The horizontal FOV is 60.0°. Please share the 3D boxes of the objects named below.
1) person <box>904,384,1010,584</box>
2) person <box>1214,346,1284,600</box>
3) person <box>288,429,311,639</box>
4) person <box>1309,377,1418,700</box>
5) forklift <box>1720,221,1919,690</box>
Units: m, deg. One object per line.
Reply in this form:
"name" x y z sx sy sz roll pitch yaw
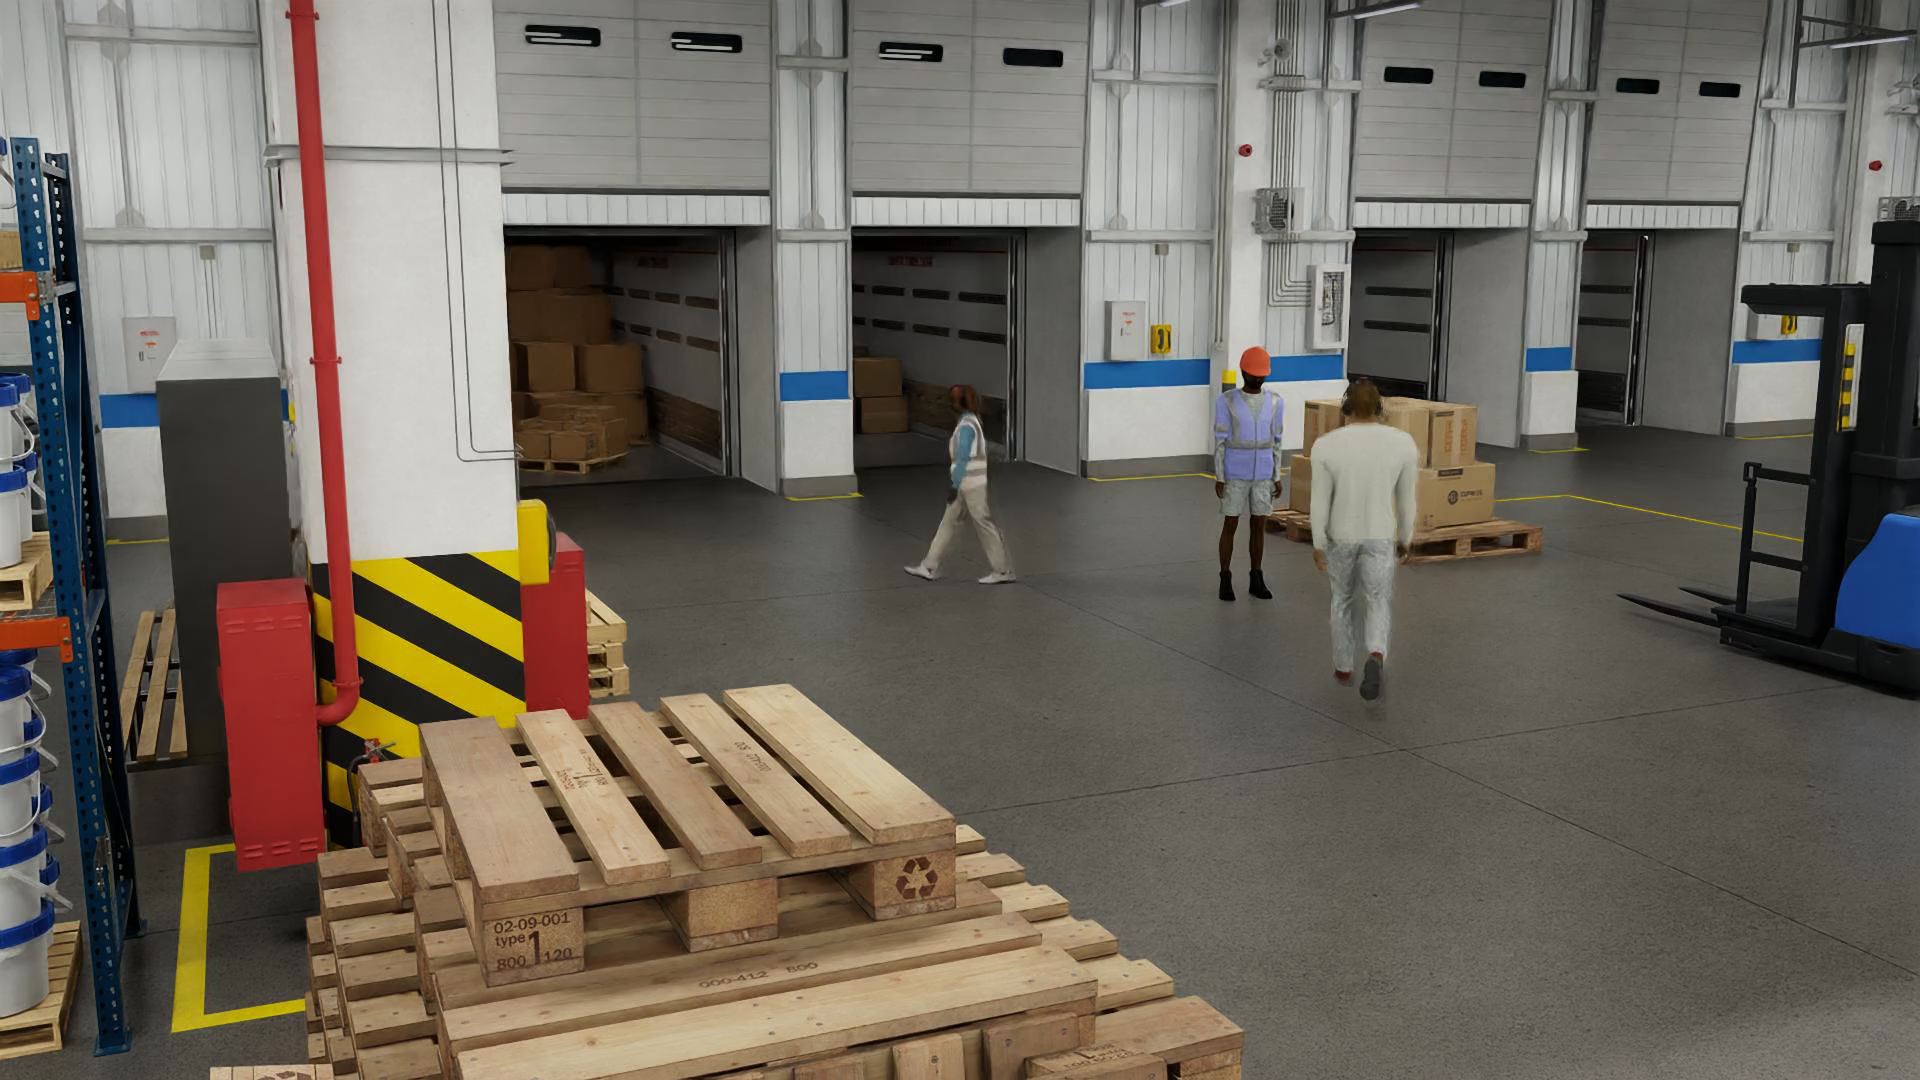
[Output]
"person" 0.007 -0.431 13.089 0.851 1.585 0.538 -1 10 -3
"person" 2.187 -0.501 12.567 0.542 1.931 0.366 -2 10 -9
"person" -4.270 -0.197 11.195 1.018 1.830 0.579 -1 10 -4
"person" 2.389 -0.007 9.896 0.637 1.920 0.827 2 10 9
"forklift" 5.949 -0.550 10.218 1.129 2.768 1.873 -4 11 -23
